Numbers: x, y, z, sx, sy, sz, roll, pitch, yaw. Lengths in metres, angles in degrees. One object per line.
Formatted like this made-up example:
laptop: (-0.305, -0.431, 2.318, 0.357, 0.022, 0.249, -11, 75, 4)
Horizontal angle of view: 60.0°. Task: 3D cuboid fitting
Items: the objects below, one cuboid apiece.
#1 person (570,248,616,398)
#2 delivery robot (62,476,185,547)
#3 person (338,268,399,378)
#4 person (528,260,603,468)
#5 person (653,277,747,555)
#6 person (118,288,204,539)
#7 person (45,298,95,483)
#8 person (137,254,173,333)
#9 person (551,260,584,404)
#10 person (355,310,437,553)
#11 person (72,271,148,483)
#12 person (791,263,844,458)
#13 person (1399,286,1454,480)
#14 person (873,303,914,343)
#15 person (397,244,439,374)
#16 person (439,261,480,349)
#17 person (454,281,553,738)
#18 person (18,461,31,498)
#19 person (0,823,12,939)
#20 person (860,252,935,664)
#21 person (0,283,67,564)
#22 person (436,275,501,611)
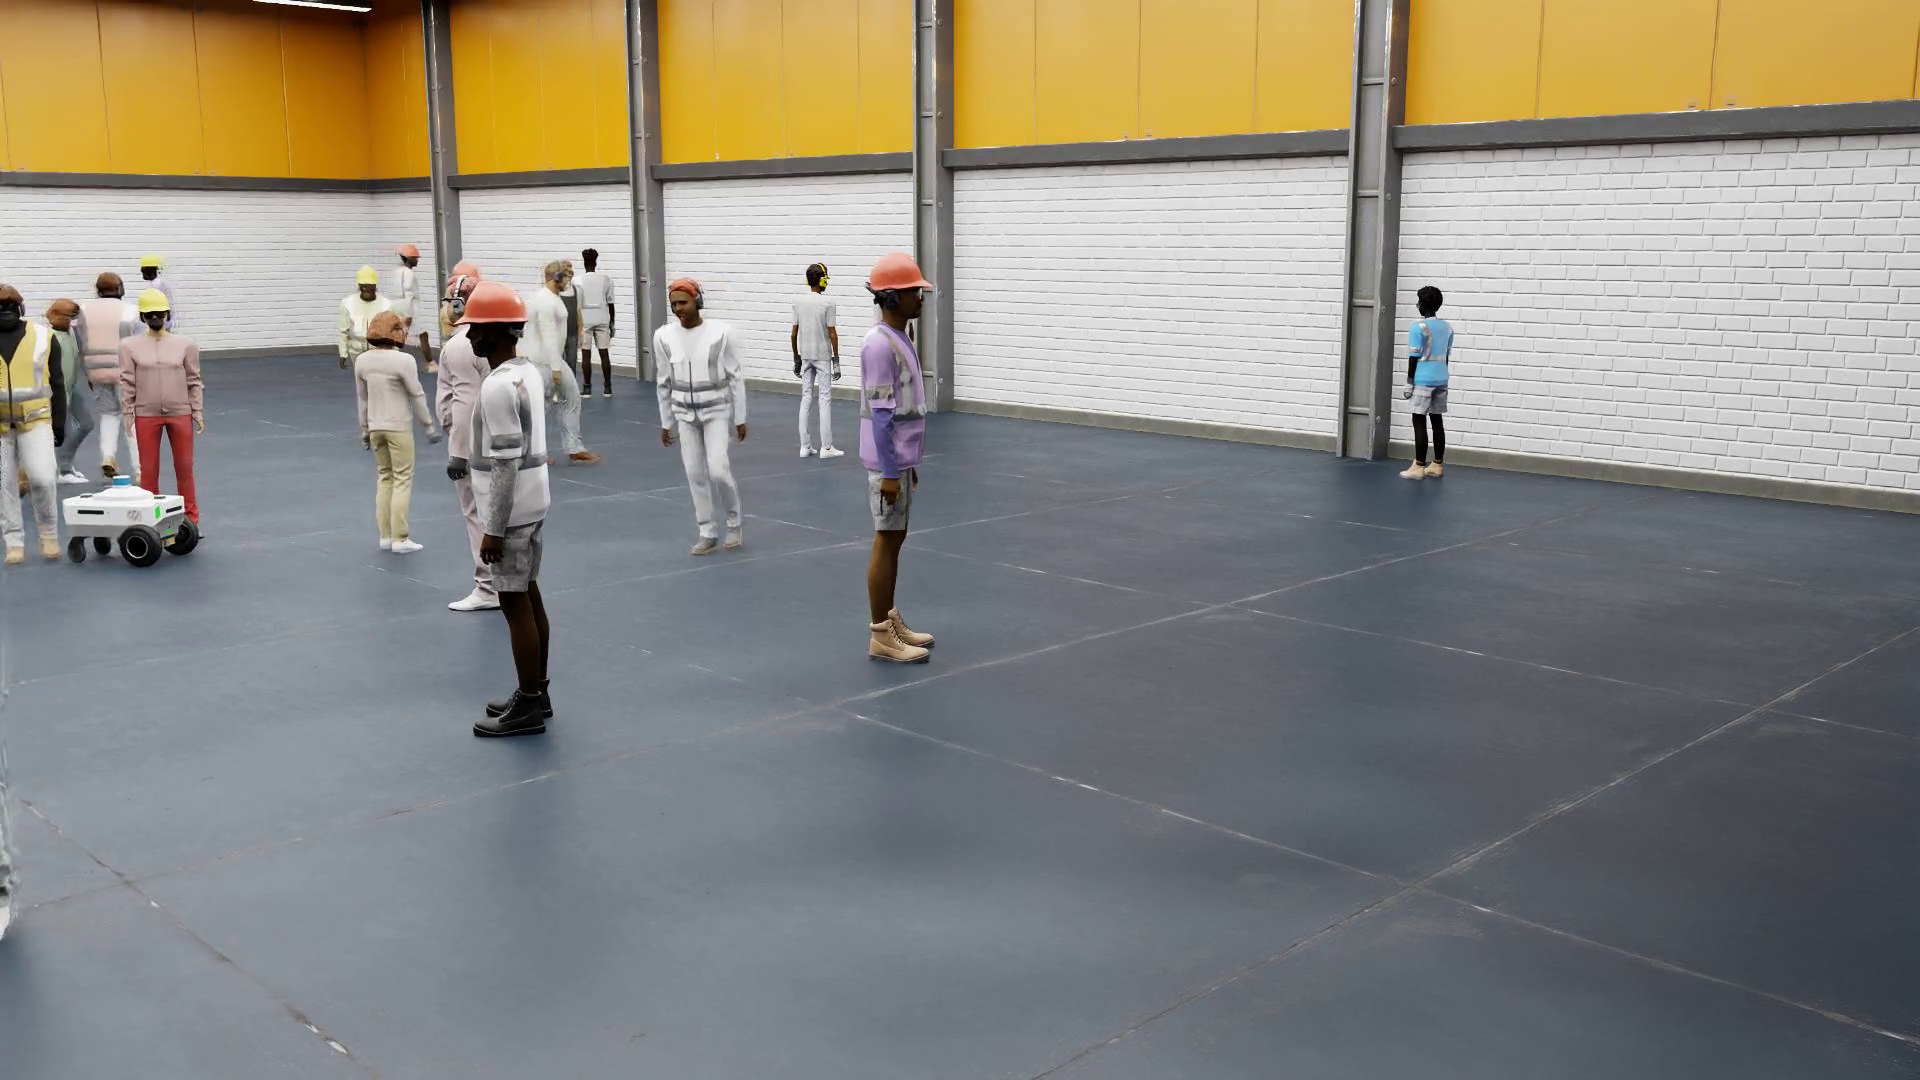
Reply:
person: (-4.839, -2.856, 21.918, 0.613, 1.963, 0.362, -5, 11, -24)
delivery robot: (-5.487, -0.178, 10.914, 0.707, 0.478, 0.477, 1, 10, 7)
person: (-6.216, -1.954, 17.490, 0.598, 1.784, 0.923, -3, 11, -14)
person: (-3.658, -1.608, 15.297, 0.847, 1.893, 0.689, -1, 10, -4)
person: (-1.729, -0.812, 11.064, 0.592, 1.861, 0.457, 3, 11, 14)
person: (-5.560, -0.865, 11.615, 0.528, 1.768, 0.313, -6, 12, -29)
person: (-7.632, -1.264, 14.215, 0.384, 1.605, 0.535, -1, 10, -3)
person: (-10.929, -2.946, 22.668, 0.974, 1.880, 0.601, -5, 12, -27)
person: (-4.882, -2.523, 20.469, 0.532, 1.831, 0.473, -8, 13, -37)
person: (-3.819, -0.726, 11.218, 0.513, 1.629, 0.344, 5, 11, 25)
person: (-7.265, -1.397, 14.367, 0.645, 1.819, 0.459, -1, 10, -5)
person: (-1.380, -1.722, 16.002, 0.530, 1.869, 0.311, 5, 12, 27)
person: (4.107, -1.376, 14.609, 0.532, 1.694, 0.319, -8, 13, -37)
person: (-0.658, -1.843, 16.788, 0.532, 1.834, 0.460, -7, 13, -35)
person: (-8.476, -3.523, 25.492, 1.053, 2.000, 0.623, -6, 12, -31)
person: (-4.193, -1.456, 14.413, 0.553, 1.917, 0.681, 0, 10, -1)
person: (-1.940, -0.125, 7.109, 0.354, 1.939, 0.544, -1, 10, -3)
person: (-7.775, -1.246, 12.939, 0.768, 2.000, 0.687, 1, 10, 3)
person: (-2.974, 0.448, 4.637, 0.504, 1.691, 0.919, -1, 10, -7)
person: (-0.313, -0.410, 8.365, 0.370, 2.048, 0.607, 1, 10, 5)
person: (-6.127, -0.737, 10.772, 0.625, 1.826, 0.518, -5, 12, -27)
person: (-2.778, -0.550, 9.508, 0.401, 1.907, 0.648, 1, 10, 7)
